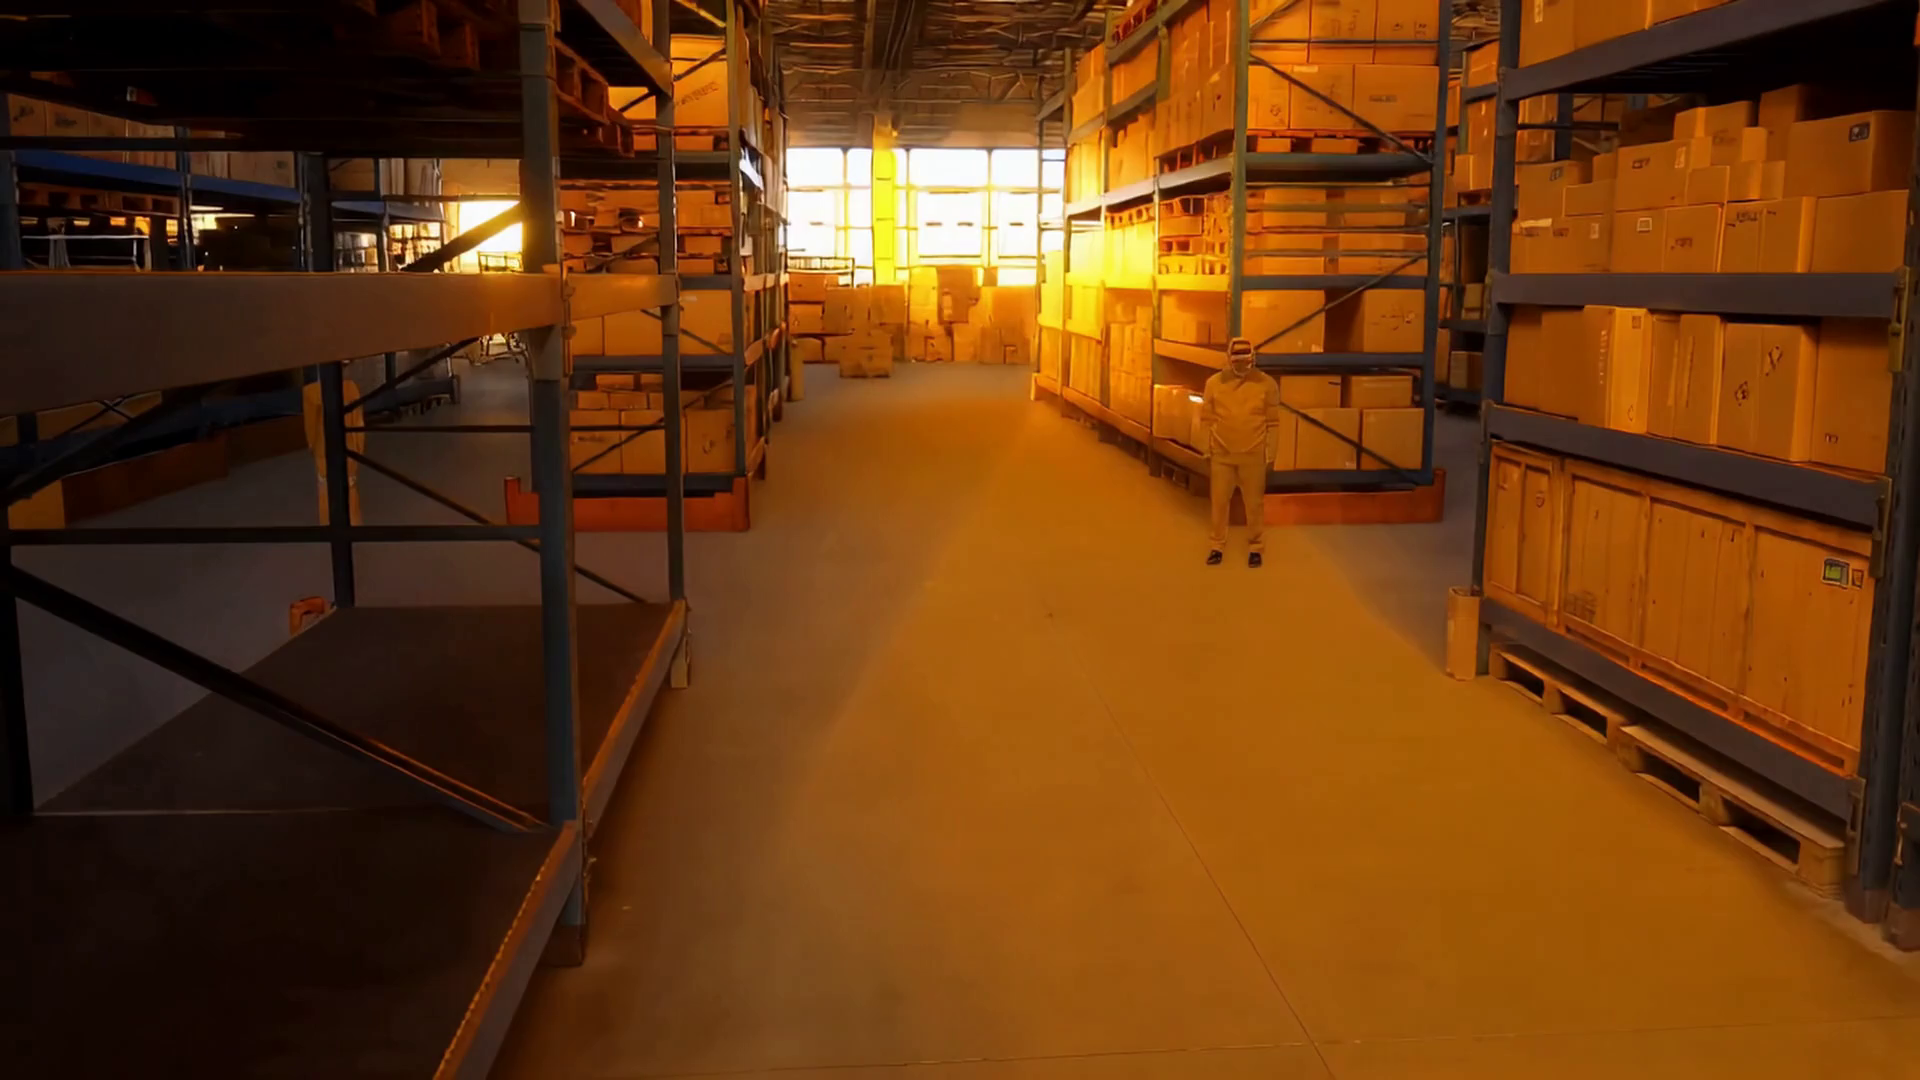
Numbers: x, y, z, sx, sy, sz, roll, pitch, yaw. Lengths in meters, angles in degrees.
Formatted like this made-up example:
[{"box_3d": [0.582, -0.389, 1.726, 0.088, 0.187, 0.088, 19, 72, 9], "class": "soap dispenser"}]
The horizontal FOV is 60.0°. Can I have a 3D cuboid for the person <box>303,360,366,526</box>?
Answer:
[{"box_3d": [-5.678, -0.875, 15.139, 0.524, 1.760, 0.328, -1, 9, -7], "class": "person"}]

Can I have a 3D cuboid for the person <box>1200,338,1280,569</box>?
[{"box_3d": [2.291, -0.710, 13.679, 0.646, 1.898, 0.397, 3, 10, 20], "class": "person"}]

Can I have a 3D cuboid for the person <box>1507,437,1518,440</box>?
[{"box_3d": [7.364, -1.901, 21.389, 0.628, 1.817, 0.838, -1, 9, -7], "class": "person"}]

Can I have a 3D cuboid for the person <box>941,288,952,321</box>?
[{"box_3d": [-0.612, -9.350, 67.927, 0.886, 1.889, 0.594, 8, 12, 43], "class": "person"}]
